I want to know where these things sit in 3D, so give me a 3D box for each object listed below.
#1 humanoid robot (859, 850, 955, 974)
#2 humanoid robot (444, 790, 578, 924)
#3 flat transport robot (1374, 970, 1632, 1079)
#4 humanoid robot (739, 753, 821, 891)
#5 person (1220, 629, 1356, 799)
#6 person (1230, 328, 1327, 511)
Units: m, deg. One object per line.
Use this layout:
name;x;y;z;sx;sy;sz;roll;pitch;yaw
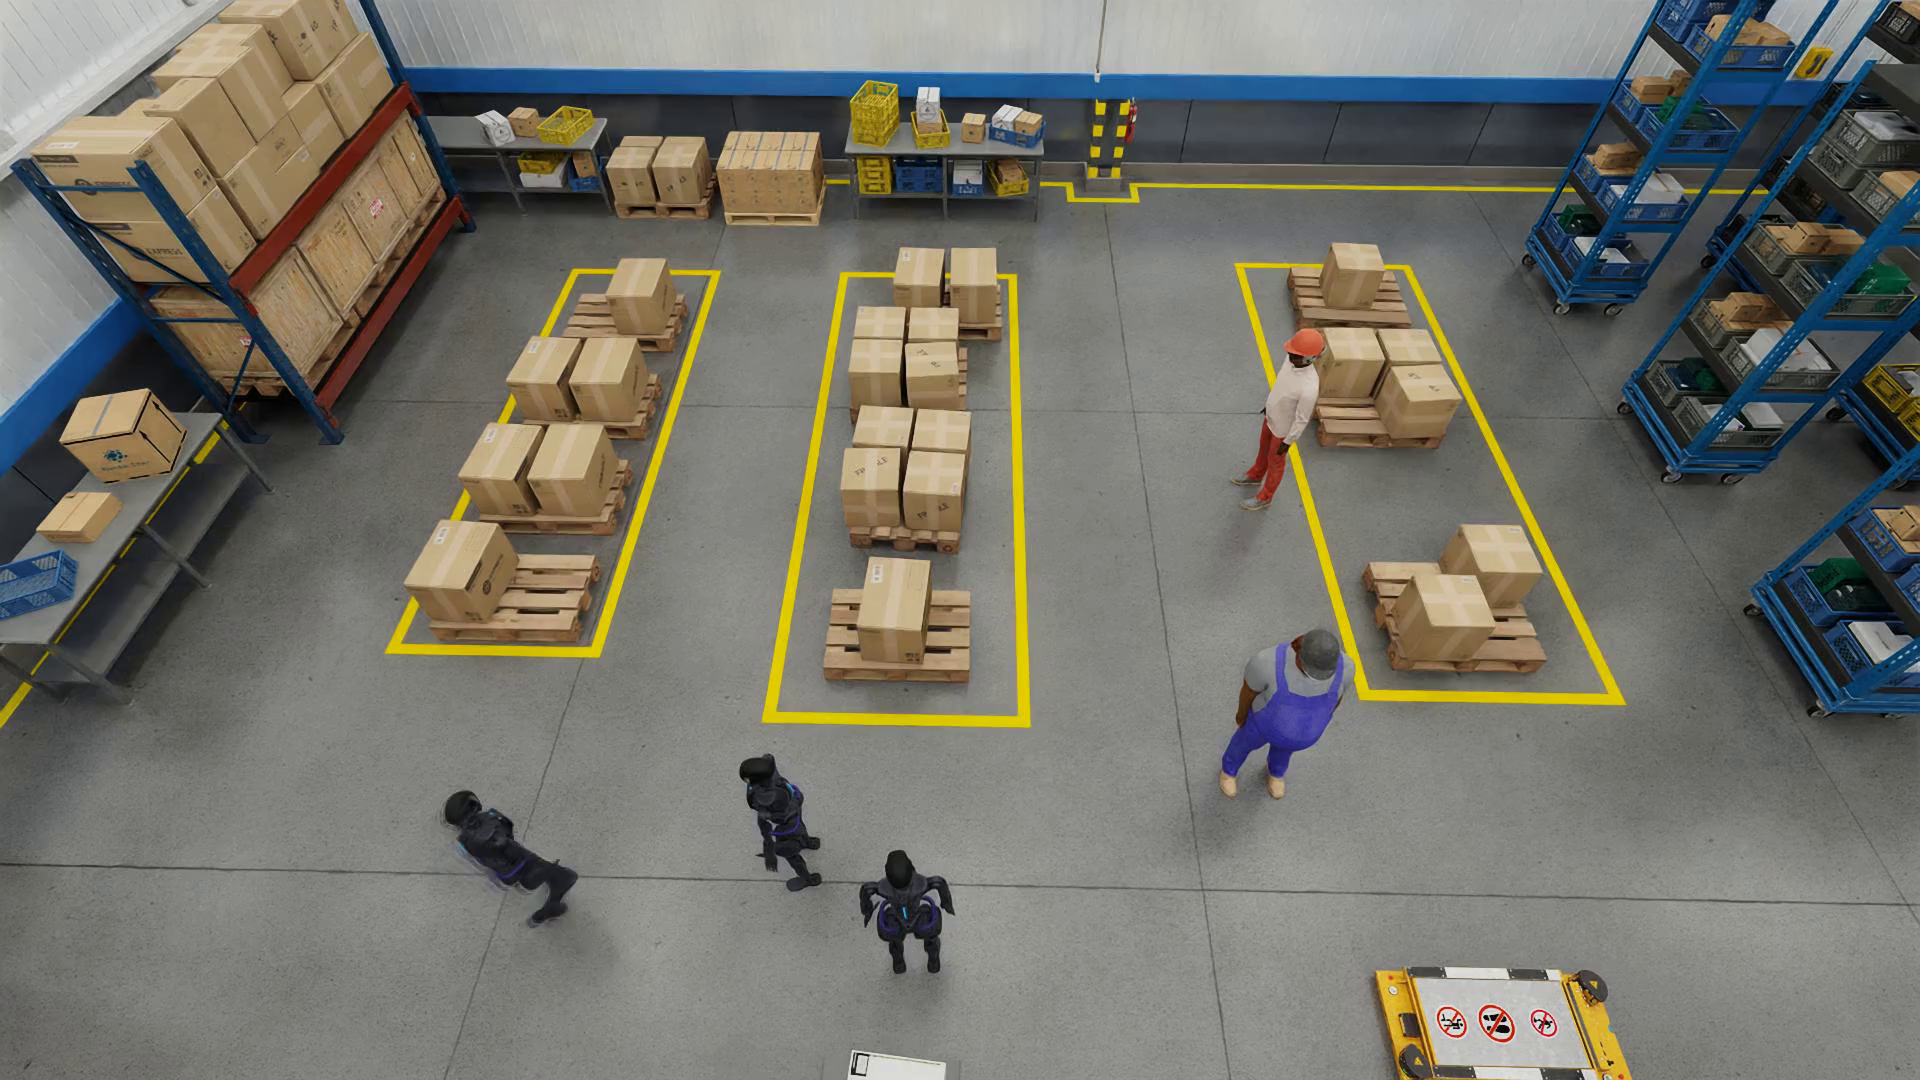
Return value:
humanoid robot;-0.317;2.322;5.685;0.580;1.658;0.322;-3;51;-3
humanoid robot;-2.858;2.044;5.921;0.605;1.647;0.350;27;56;20
flat transport robot;3.501;3.133;5.914;1.431;0.197;0.652;1;51;1
humanoid robot;-1.184;1.855;6.064;0.338;1.650;0.567;-5;51;-4
person;2.244;1.235;6.337;0.675;2.000;0.536;3;51;2
person;2.882;-1.072;8.247;0.378;1.994;0.615;-3;51;-3
